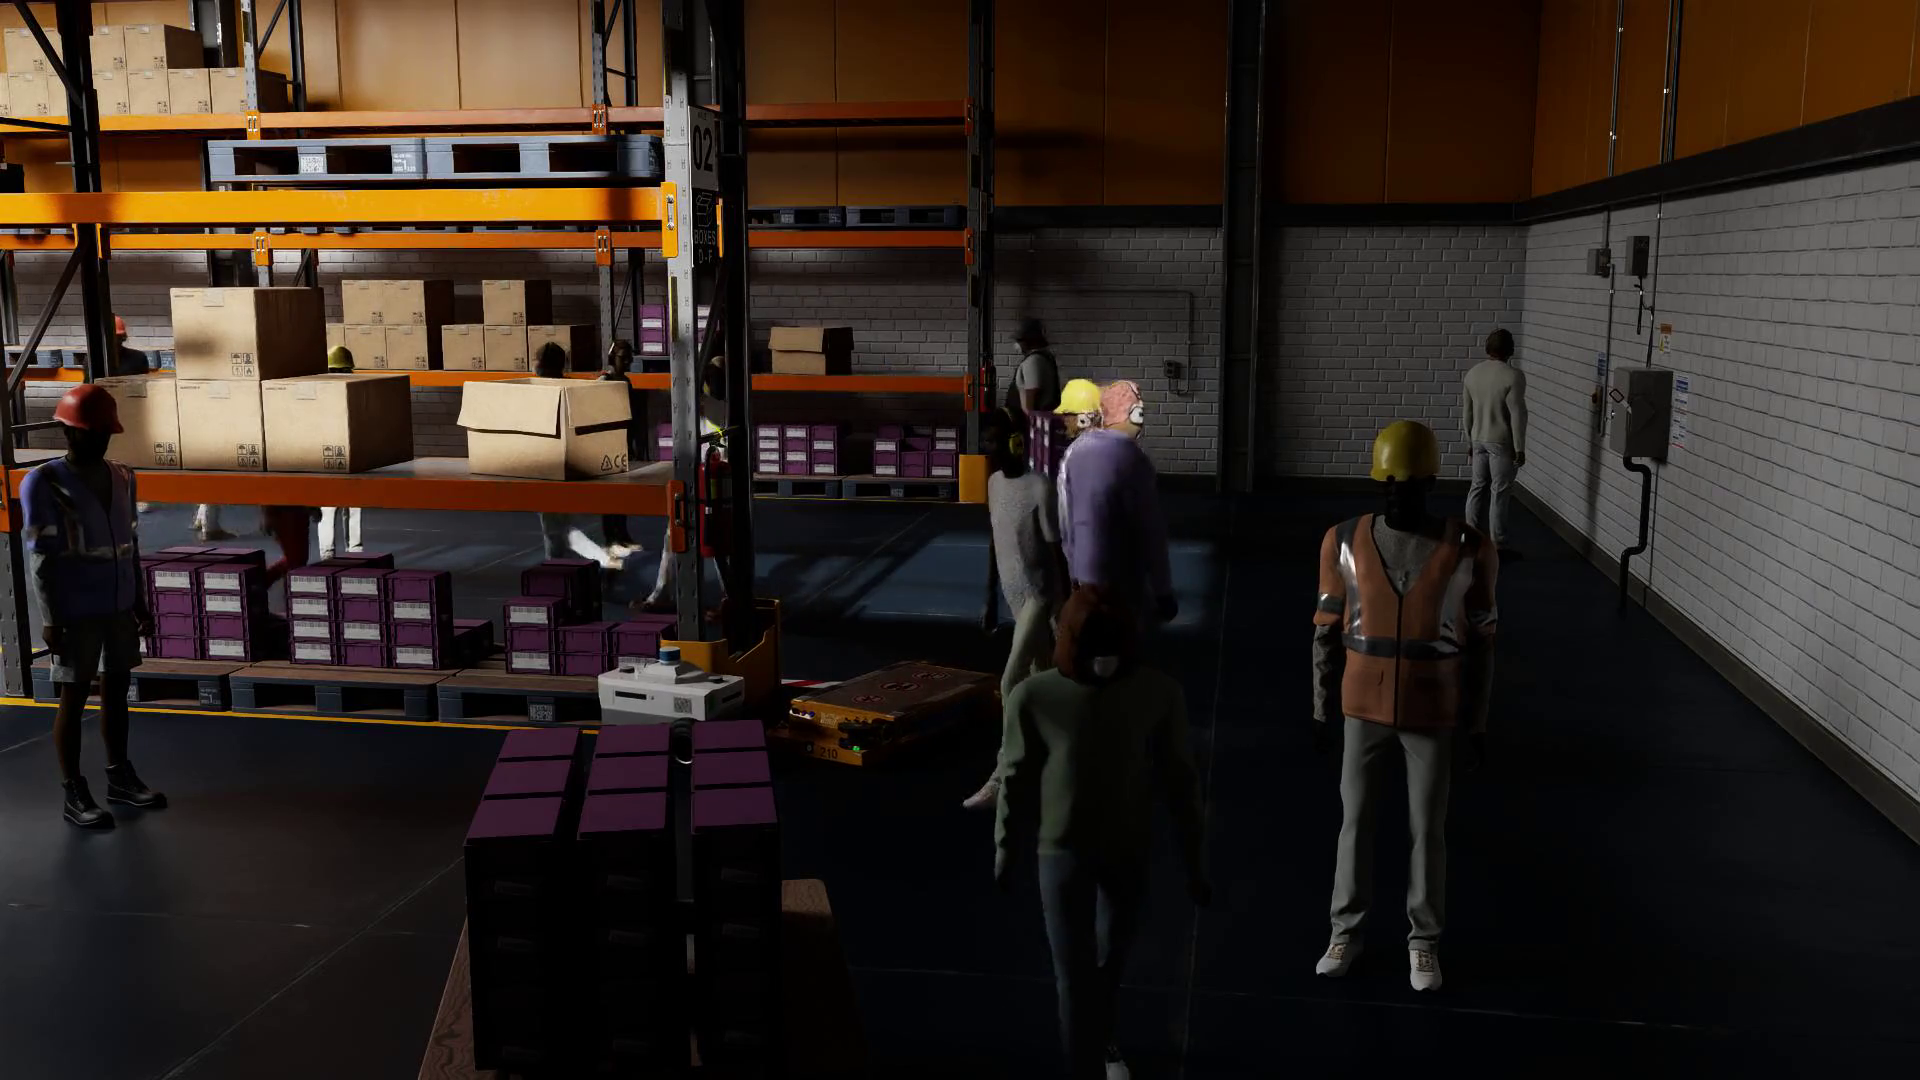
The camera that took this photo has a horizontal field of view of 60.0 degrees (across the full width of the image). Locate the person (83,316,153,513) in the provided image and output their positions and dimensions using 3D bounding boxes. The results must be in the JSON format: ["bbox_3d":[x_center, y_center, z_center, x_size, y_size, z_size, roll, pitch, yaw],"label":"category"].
[{"bbox_3d":[-8.314,-1.229,16.501,0.669,1.972,0.794,-7,11,-36],"label":"person"}]

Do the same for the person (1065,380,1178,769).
[{"bbox_3d":[0.777,0.182,8.018,0.422,1.890,0.695,-3,10,-18],"label":"person"}]

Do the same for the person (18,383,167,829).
[{"bbox_3d":[-3.781,0.279,7.294,0.365,1.932,0.543,4,10,21],"label":"person"}]

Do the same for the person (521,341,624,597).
[{"bbox_3d":[-2.848,-0.485,12.101,0.787,1.915,0.634,2,9,11],"label":"person"}]

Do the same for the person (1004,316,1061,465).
[{"bbox_3d":[0.819,-1.156,15.855,0.813,2.000,0.708,2,9,14],"label":"person"}]

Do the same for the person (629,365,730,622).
[{"bbox_3d":[-1.885,-0.344,11.419,0.905,1.845,0.608,4,10,22],"label":"person"}]

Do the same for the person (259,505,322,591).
[{"bbox_3d":[-4.483,-0.221,10.945,0.723,1.744,0.524,1,9,5],"label":"person"}]

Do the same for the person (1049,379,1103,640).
[{"bbox_3d":[0.714,0.001,9.380,0.531,1.812,0.653,8,12,40],"label":"person"}]

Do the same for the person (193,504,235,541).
[{"bbox_3d":[-6.699,-0.887,14.918,0.443,1.819,0.640,-9,13,-44],"label":"person"}]

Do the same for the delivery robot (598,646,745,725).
[{"bbox_3d":[-1.428,0.770,8.214,0.707,0.478,0.477,4,10,24],"label":"delivery robot"}]

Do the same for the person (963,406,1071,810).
[{"bbox_3d":[0.368,0.281,7.680,0.893,1.819,0.555,-5,11,-30],"label":"person"}]

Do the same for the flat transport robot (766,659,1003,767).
[{"bbox_3d":[-0.351,0.877,8.716,0.652,0.197,1.431,6,11,32],"label":"flat transport robot"}]

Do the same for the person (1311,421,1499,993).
[{"bbox_3d":[1.472,0.559,5.570,0.594,1.924,0.382,3,10,21],"label":"person"}]

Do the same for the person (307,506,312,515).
[{"bbox_3d":[-6.551,-1.210,16.515,0.355,1.934,0.552,-5,10,-28],"label":"person"}]

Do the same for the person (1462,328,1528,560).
[{"bbox_3d":[4.496,-0.799,13.959,0.364,1.939,0.636,-5,11,-29],"label":"person"}]

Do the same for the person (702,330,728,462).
[{"bbox_3d":[-2.434,-1.168,16.549,0.429,1.844,0.627,0,9,-1],"label":"person"}]

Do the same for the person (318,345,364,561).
[{"bbox_3d":[-4.904,-0.629,13.230,0.404,1.832,0.592,6,11,32],"label":"person"}]

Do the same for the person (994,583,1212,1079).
[{"bbox_3d":[0.393,0.884,4.620,0.567,1.576,0.889,-1,9,-6],"label":"person"}]

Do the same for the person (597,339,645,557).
[{"bbox_3d":[-2.912,-0.787,14.188,0.346,1.841,0.506,2,9,14],"label":"person"}]
